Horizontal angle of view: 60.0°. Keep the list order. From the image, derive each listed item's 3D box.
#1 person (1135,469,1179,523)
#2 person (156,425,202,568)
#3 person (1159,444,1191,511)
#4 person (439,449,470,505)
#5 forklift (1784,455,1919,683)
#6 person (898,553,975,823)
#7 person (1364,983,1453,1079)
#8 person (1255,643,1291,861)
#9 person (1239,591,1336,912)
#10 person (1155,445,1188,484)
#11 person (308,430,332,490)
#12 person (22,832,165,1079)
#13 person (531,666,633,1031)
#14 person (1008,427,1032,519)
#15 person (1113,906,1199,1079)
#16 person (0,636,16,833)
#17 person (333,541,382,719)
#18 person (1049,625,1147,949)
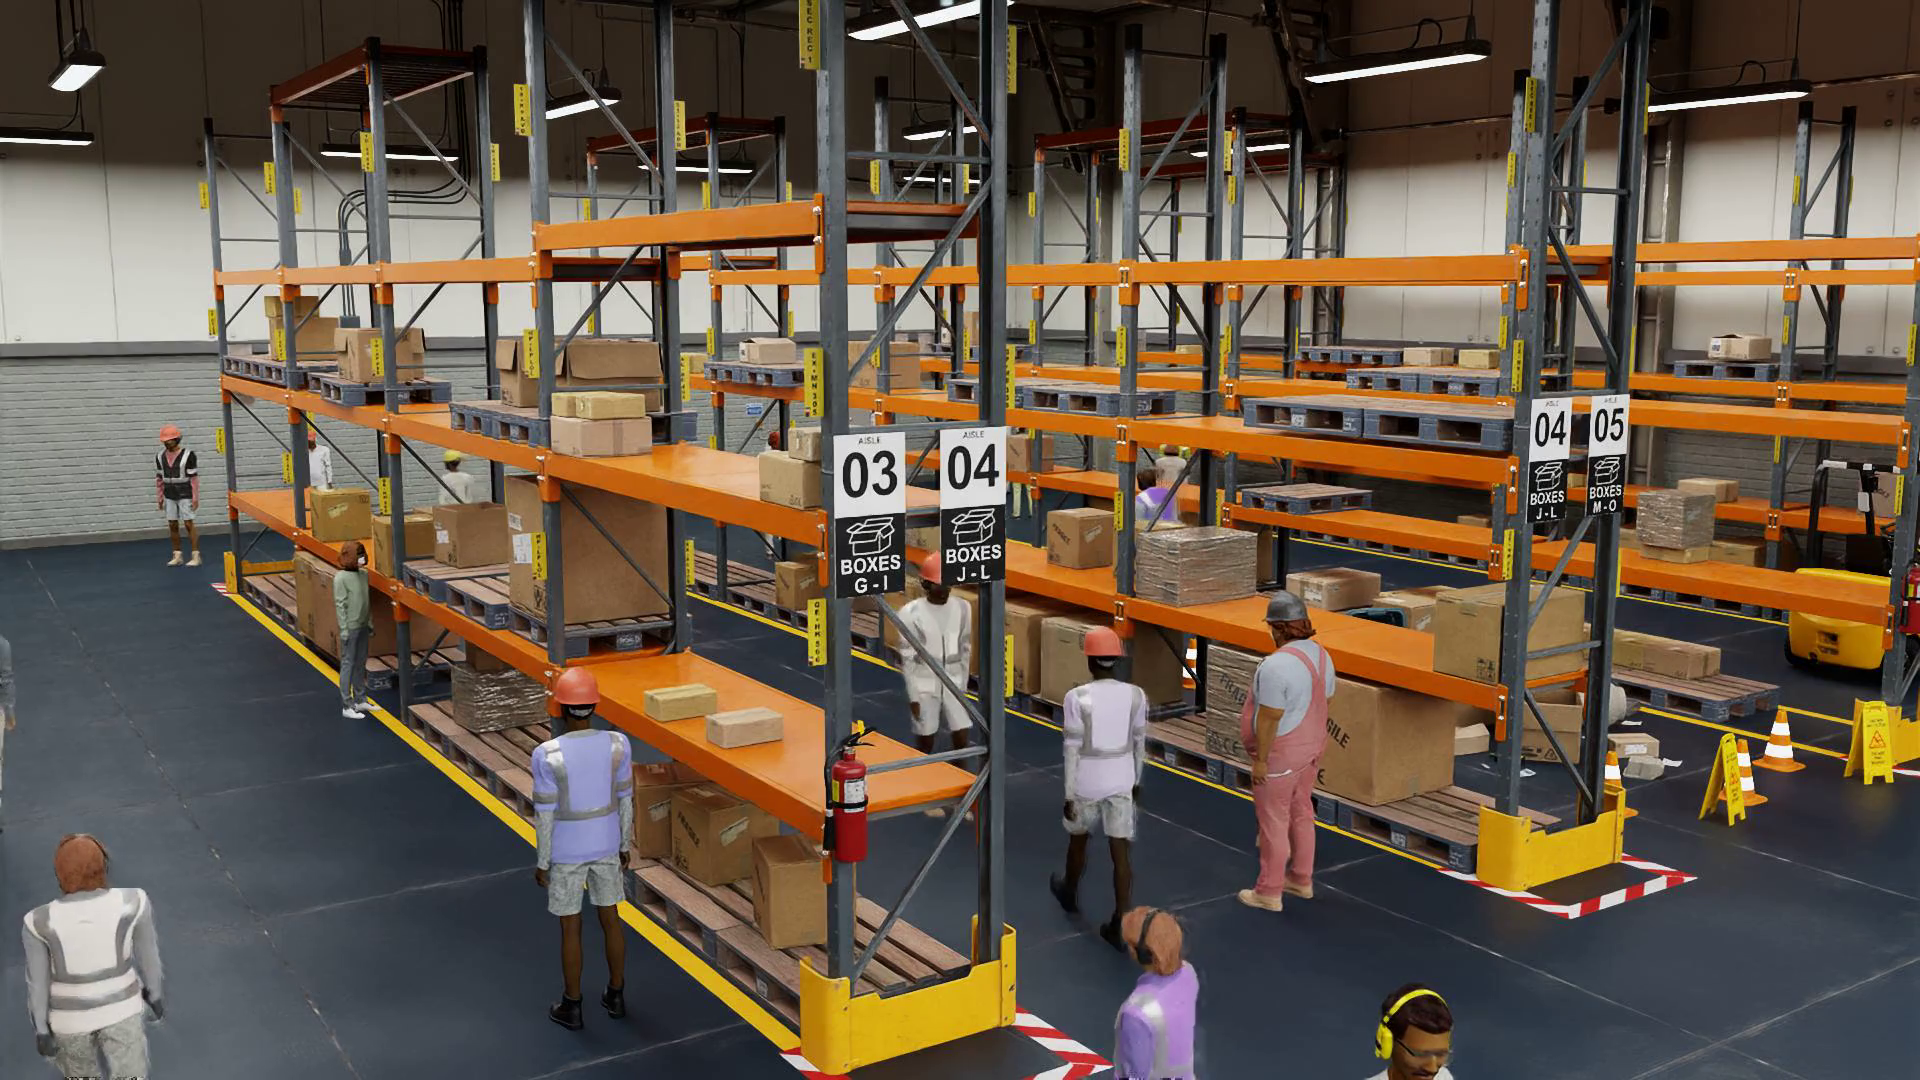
[{"bbox_3d":[2.381,0.035,20.098,0.628,1.768,1.033,-8,11,-42],"label":"person"},{"bbox_3d":[-11.074,-0.614,23.509,0.612,2.029,0.409,1,9,8],"label":"person"},{"bbox_3d":[3.568,-1.067,27.607,0.532,1.697,0.319,1,9,8],"label":"person"},{"bbox_3d":[-6.874,-0.365,22.758,0.491,1.757,0.534,6,10,34],"label":"person"},{"bbox_3d":[9.643,0.253,17.172,2.313,2.155,1.214,-6,10,-33],"label":"forklift"},{"bbox_3d":[-0.146,1.095,12.142,0.609,2.016,0.675,-3,9,-21],"label":"person"},{"bbox_3d":[1.331,2.238,5.054,0.517,1.865,0.327,-6,11,-35],"label":"person"},{"bbox_3d":[2.218,1.365,11.450,0.319,1.689,0.539,-3,9,-20],"label":"person"},{"bbox_3d":[2.058,1.314,10.613,0.536,2.000,0.687,8,12,43],"label":"person"},{"bbox_3d":[3.241,-0.717,25.516,0.516,1.625,0.297,1,9,6],"label":"person"},{"bbox_3d":[-10.343,-0.936,26.602,0.573,1.738,0.352,-3,9,-19],"label":"person"},{"bbox_3d":[-3.693,2.051,7.122,0.519,1.613,0.751,-4,10,-26],"label":"person"},{"bbox_3d":[-2.009,1.630,8.852,0.545,1.938,0.362,-6,10,-33],"label":"person"},{"bbox_3d":[1.045,-1.224,28.531,0.580,1.739,0.388,-3,9,-19],"label":"person"},{"bbox_3d":[0.779,2.171,6.278,0.613,1.621,0.524,6,11,36],"label":"person"},{"bbox_3d":[-7.173,1.241,12.099,0.528,1.749,0.587,-6,10,-35],"label":"person"},{"bbox_3d":[-5.555,0.813,15.299,0.285,1.633,0.498,2,9,10],"label":"person"},{"bbox_3d":[0.845,1.452,10.174,0.575,1.886,0.966,-2,9,-16],"label":"person"}]
